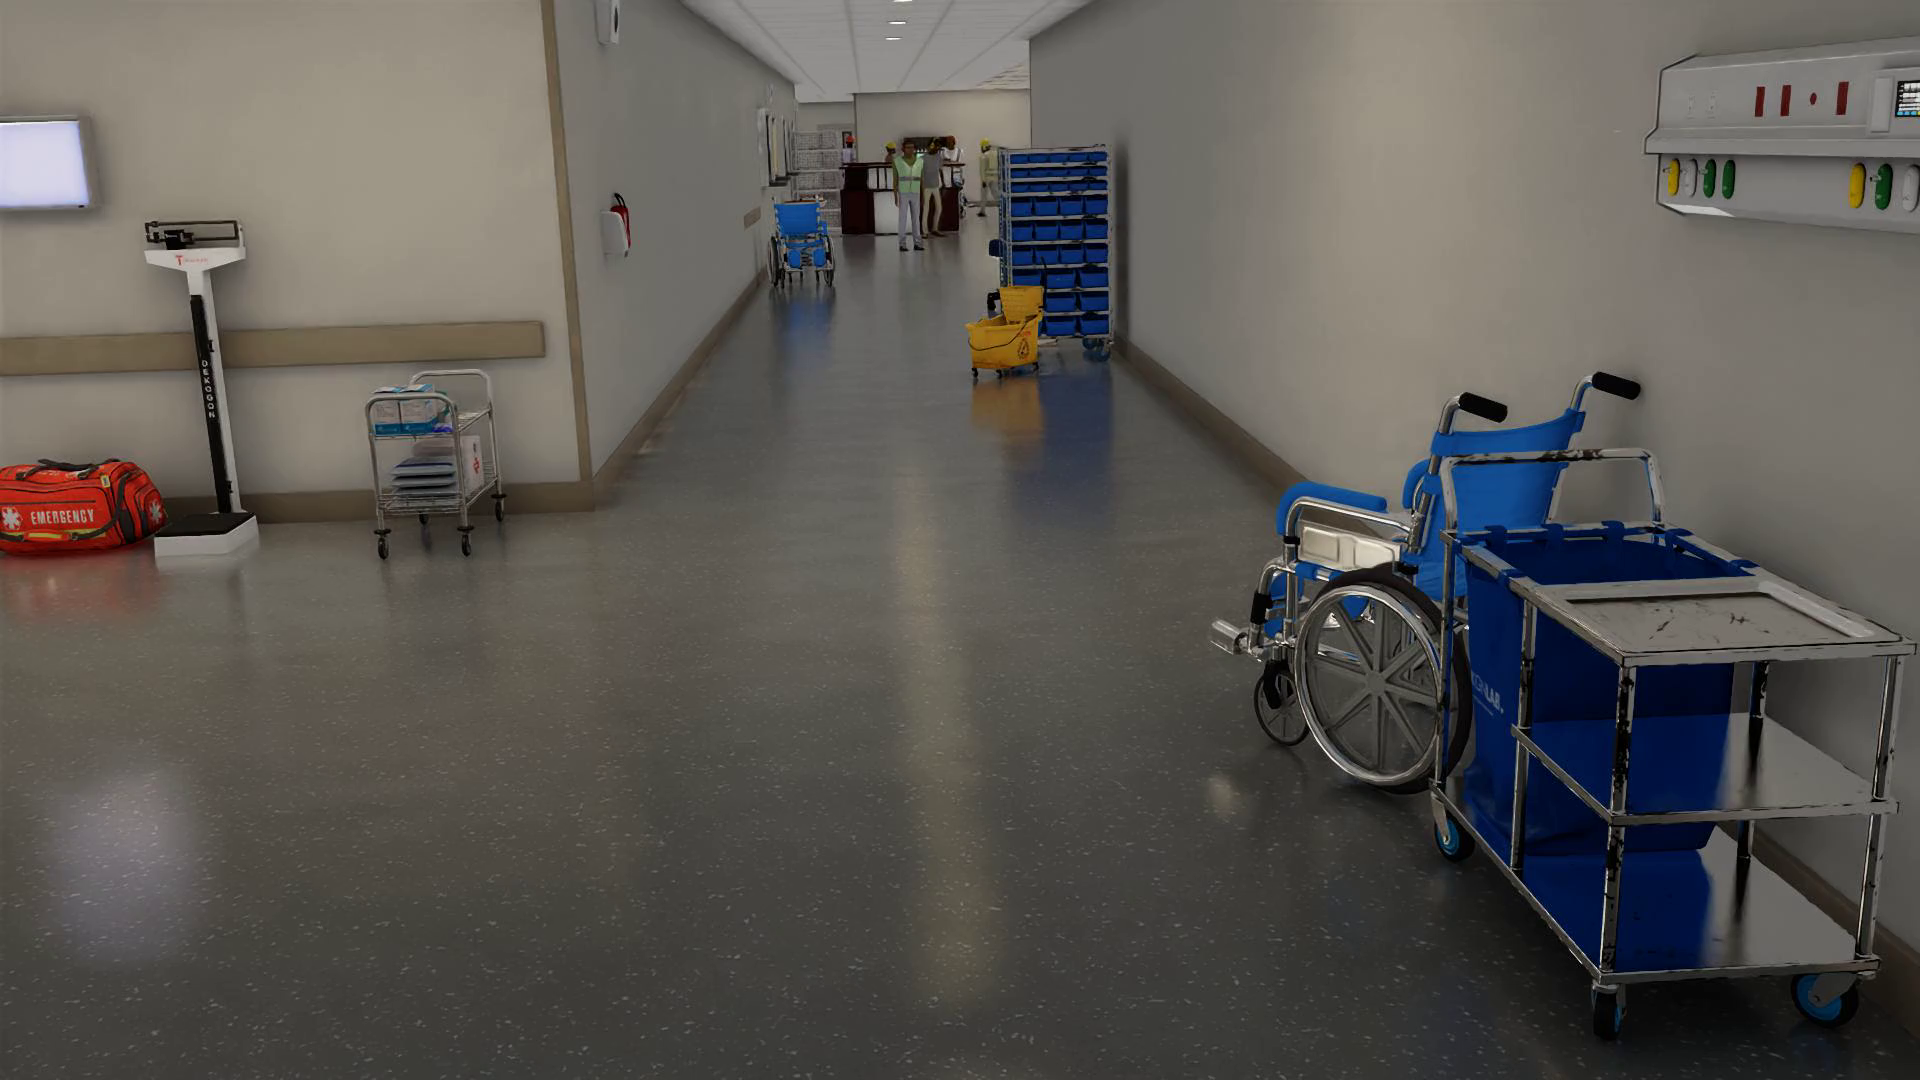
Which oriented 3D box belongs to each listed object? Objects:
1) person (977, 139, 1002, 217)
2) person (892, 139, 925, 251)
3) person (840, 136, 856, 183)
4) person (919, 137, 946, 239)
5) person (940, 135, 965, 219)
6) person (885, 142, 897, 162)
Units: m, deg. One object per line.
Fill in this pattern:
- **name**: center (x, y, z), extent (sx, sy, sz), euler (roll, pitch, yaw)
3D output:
- **person**: center (0.709, -8.339, 38.325), extent (0.583, 1.789, 0.873), euler (-12, 17, -38)
- **person**: center (-0.855, -5.741, 27.715), extent (0.562, 1.837, 0.386), euler (-8, 15, -23)
- **person**: center (-3.093, -10.415, 46.970), extent (0.553, 1.934, 0.363), euler (7, 16, 31)
- **person**: center (-0.595, -6.516, 30.849), extent (0.734, 1.853, 0.410), euler (-9, 15, -27)
- **person**: center (-0.170, -8.252, 37.869), extent (0.582, 1.879, 0.362), euler (2, 14, 14)
- **person**: center (-1.652, -8.674, 40.020), extent (0.368, 1.774, 0.552), euler (-7, 15, -21)
